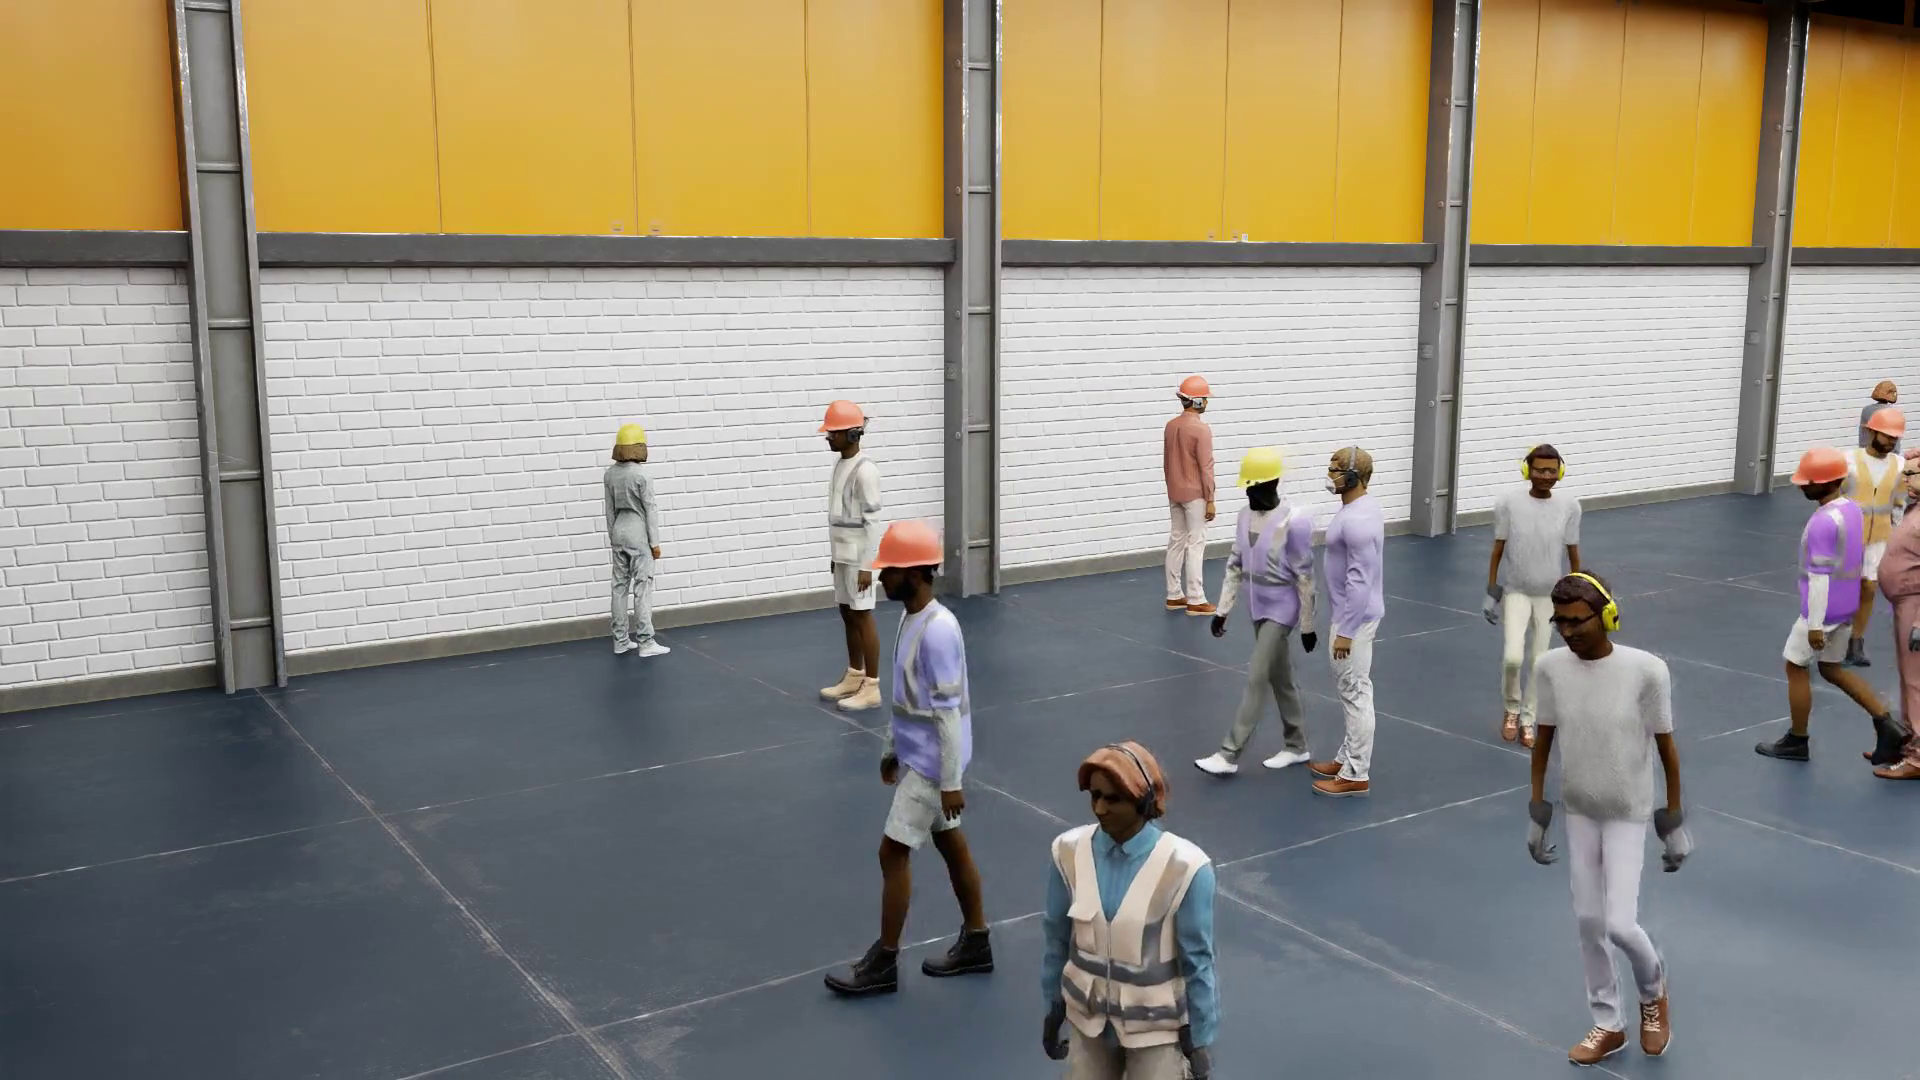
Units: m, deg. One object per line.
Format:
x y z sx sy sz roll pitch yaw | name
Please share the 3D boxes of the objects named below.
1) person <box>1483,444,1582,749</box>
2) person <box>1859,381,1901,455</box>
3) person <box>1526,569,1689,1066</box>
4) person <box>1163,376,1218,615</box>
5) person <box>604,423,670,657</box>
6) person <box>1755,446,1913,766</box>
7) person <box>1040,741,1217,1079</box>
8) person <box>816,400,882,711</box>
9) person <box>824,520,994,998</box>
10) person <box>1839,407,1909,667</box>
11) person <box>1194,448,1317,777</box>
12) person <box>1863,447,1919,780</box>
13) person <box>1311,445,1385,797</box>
3.444 0.343 9.987 0.559 1.856 0.397 2 10 9 | person
10.205 -0.952 18.463 0.284 1.634 0.498 -3 10 -19 | person
2.333 1.009 6.038 0.452 1.836 0.561 -9 13 -43 | person
1.929 -0.371 13.881 0.375 1.995 0.611 -5 11 -29 | person
-2.428 -0.002 12.409 0.487 1.745 0.290 6 11 31 | person
5.052 0.400 9.549 0.560 1.898 0.725 -8 13 -41 | person
0.471 1.345 4.621 0.537 1.625 0.467 6 11 33 | person
-0.734 0.101 10.902 0.396 2.037 0.614 -4 10 -24 | person
-0.229 0.871 6.666 0.846 1.900 0.568 -1 10 -9 | person
6.555 -0.032 12.116 0.577 1.907 0.649 1 9 6 | person
1.670 0.418 9.445 0.889 1.885 0.597 -4 10 -21 | person
5.425 0.411 9.449 0.407 1.904 0.639 4 10 22 | person
2.142 0.443 9.142 0.370 1.941 0.627 2 10 13 | person
